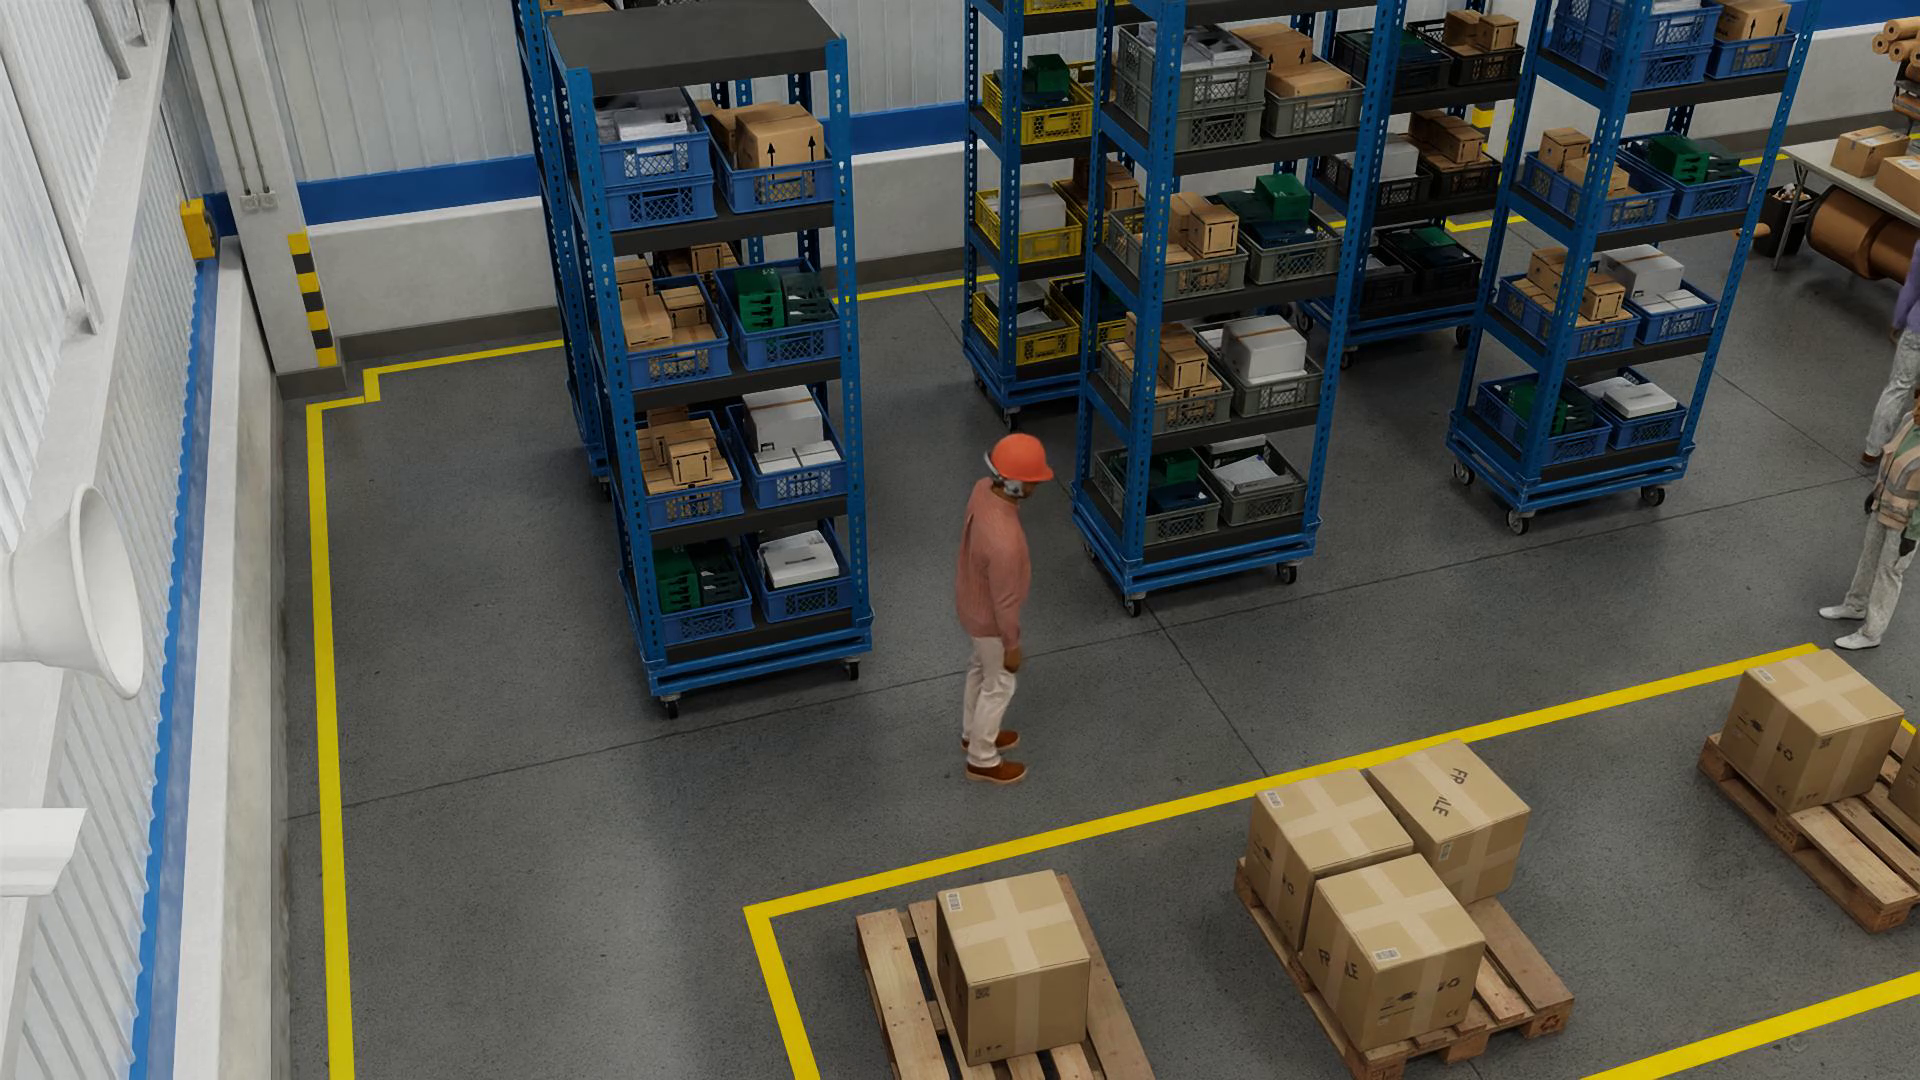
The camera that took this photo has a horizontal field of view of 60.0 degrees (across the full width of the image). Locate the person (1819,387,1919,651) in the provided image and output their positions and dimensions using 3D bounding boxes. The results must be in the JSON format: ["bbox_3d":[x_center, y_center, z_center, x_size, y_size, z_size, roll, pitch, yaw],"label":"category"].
[{"bbox_3d":[5.101,-0.132,9.047,0.313,1.633,0.515,3,35,4],"label":"person"}]

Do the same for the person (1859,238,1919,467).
[{"bbox_3d":[6.151,-1.283,10.429,0.628,1.929,0.371,26,43,32],"label":"person"}]

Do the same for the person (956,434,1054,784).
[{"bbox_3d":[0.210,0.344,8.079,0.457,1.969,0.626,-5,35,-7],"label":"person"}]
